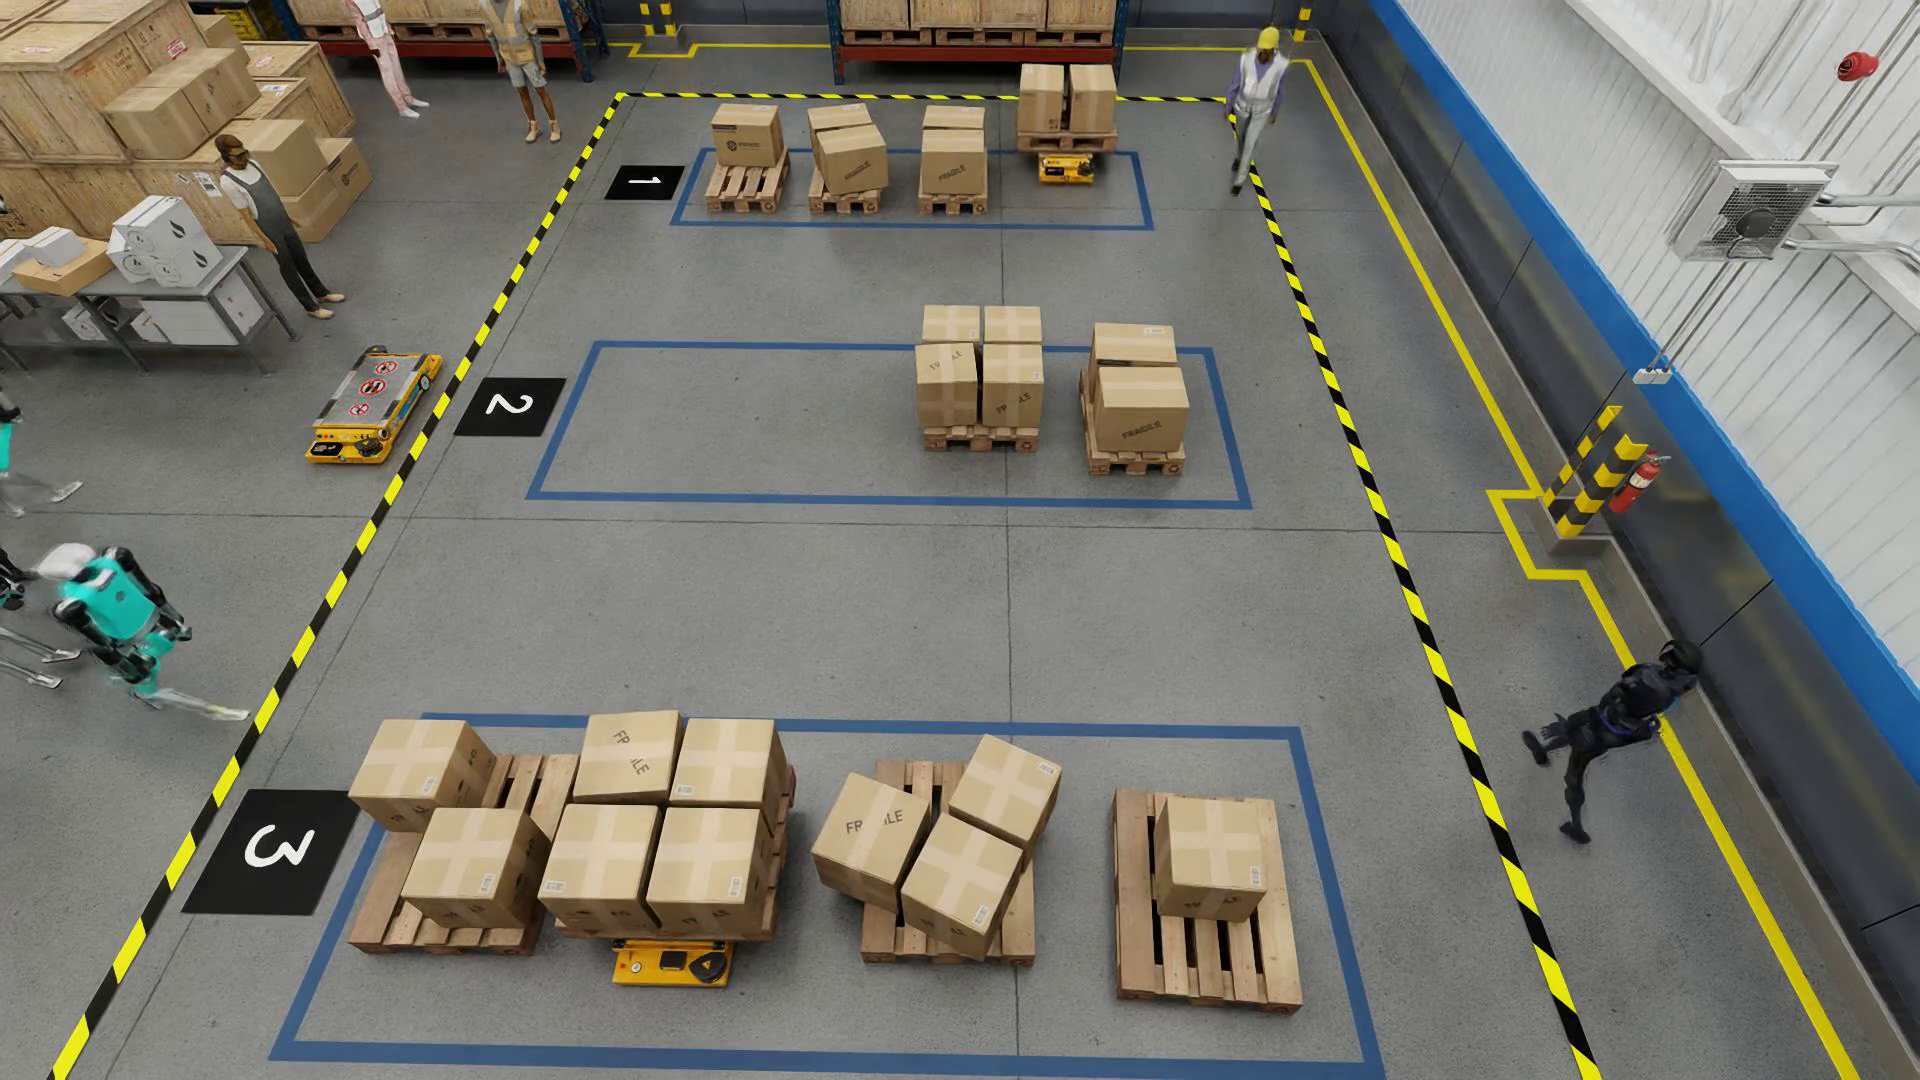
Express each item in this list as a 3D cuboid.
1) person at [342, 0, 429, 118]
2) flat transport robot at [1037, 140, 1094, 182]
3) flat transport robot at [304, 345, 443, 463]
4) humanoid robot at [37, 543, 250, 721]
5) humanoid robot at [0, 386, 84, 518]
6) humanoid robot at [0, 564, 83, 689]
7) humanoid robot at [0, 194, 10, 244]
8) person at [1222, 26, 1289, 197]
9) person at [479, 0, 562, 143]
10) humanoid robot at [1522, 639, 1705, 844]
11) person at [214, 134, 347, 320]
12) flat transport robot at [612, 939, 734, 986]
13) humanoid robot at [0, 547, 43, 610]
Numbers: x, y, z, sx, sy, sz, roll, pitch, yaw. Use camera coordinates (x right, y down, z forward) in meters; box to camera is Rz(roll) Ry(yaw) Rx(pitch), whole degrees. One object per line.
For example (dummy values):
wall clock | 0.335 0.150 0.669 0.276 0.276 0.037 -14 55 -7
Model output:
person | -7.457 -6.458 11.752 0.393 1.918 0.587 1 50 1
flat transport robot | 1.306 -4.959 11.545 0.652 0.197 1.431 1 50 1
flat transport robot | -5.383 -1.269 8.441 0.659 0.231 1.431 1 50 1
humanoid robot | -5.397 0.680 5.862 0.906 1.818 0.551 1 50 1
humanoid robot | -7.735 -0.877 7.155 0.534 1.792 0.802 -3 50 -3
humanoid robot | -6.615 0.381 5.995 0.735 1.677 0.533 1 50 1
humanoid robot | -10.022 -3.375 9.176 0.735 1.672 0.533 1 50 1
person | 3.400 -5.044 10.642 0.606 1.789 0.922 20 53 16
person | -5.385 -5.887 11.195 0.604 2.034 0.386 1 50 1
humanoid robot | 3.927 1.156 5.514 0.597 1.645 0.820 -8 50 -7
person | -6.624 -3.020 8.893 0.346 1.840 0.503 1 50 1
flat transport robot | -1.659 1.971 5.681 0.652 0.197 1.431 1 50 1
humanoid robot | -7.352 -0.164 6.576 0.315 1.653 0.599 1 50 1
